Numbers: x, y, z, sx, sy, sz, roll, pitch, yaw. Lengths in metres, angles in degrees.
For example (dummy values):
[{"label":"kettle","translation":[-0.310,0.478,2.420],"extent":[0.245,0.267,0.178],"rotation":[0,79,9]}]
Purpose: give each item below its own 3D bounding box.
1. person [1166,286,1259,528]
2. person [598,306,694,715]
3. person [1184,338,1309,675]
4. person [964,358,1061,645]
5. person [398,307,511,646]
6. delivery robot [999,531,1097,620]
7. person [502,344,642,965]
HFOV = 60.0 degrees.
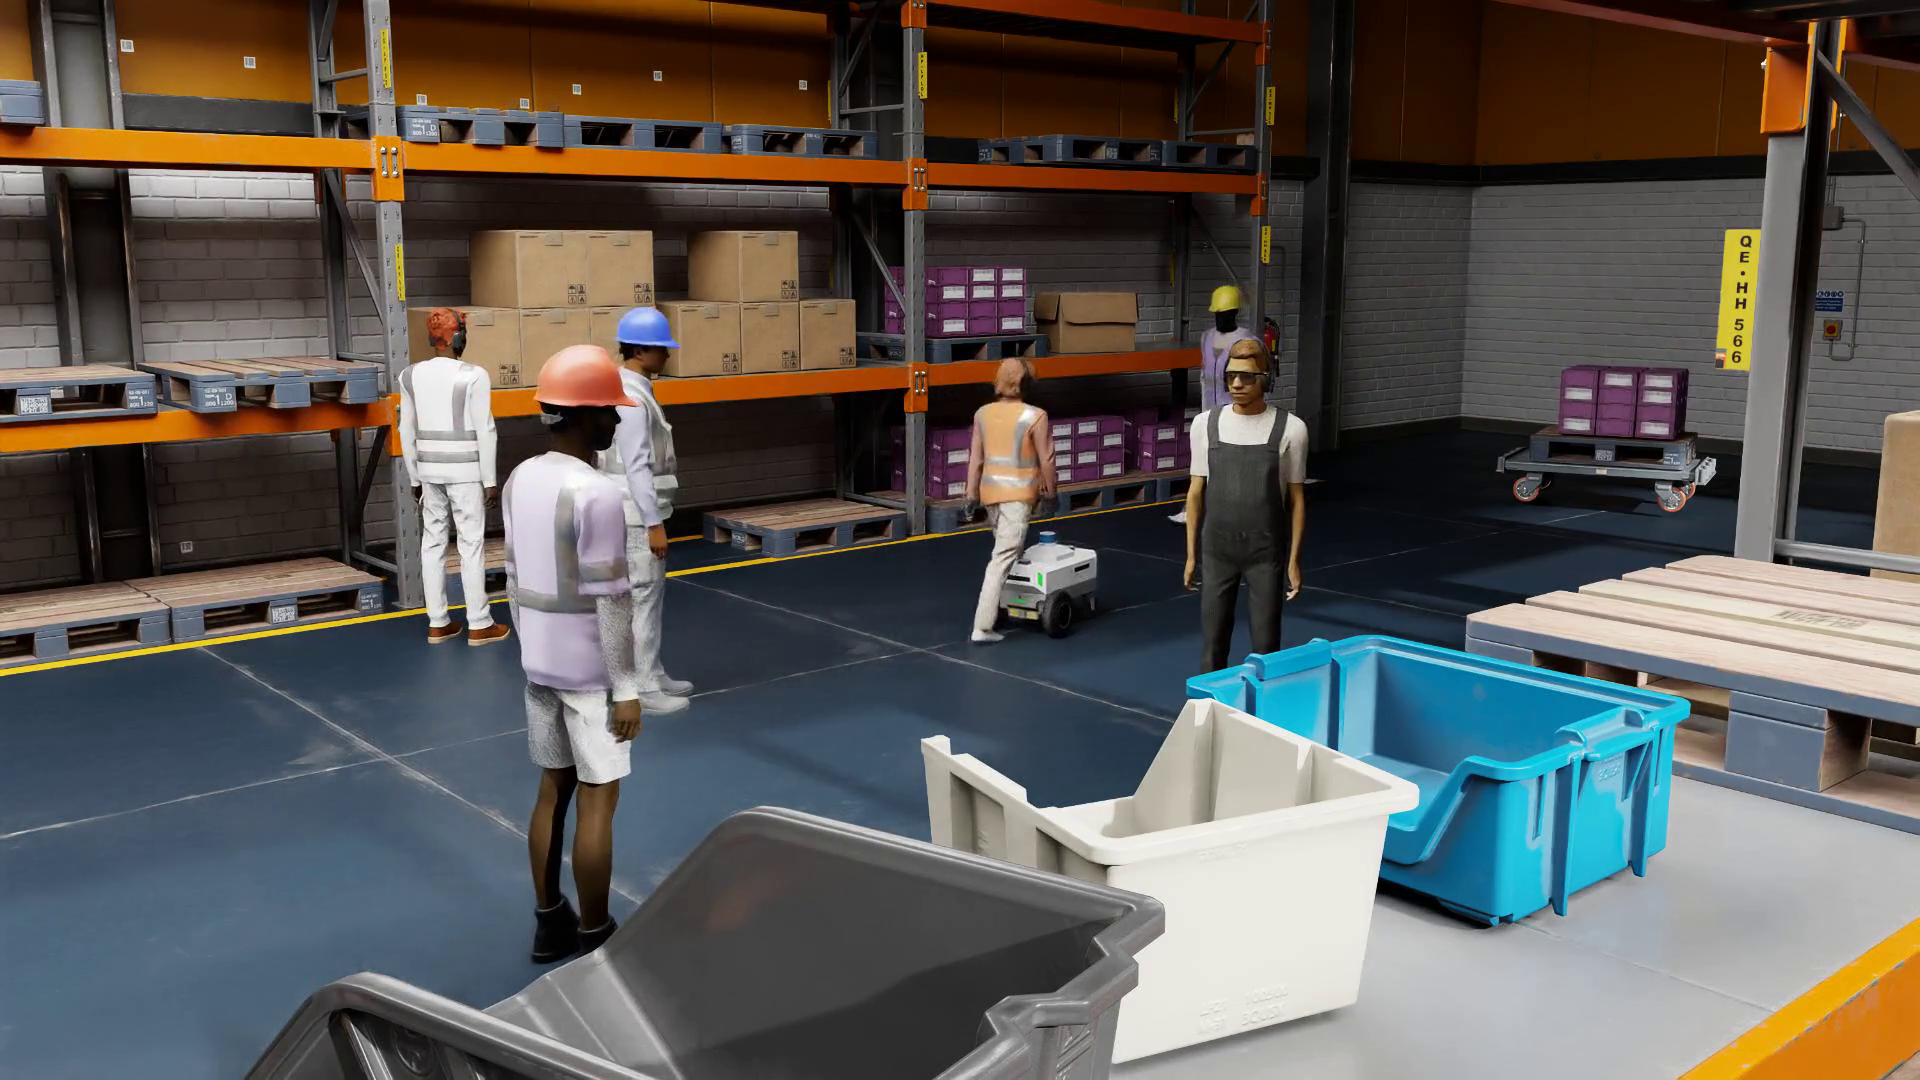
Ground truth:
[{"label":"person","translation":[1.995,-1.004,12.890],"extent":[0.778,1.899,0.615],"rotation":[-9,13,-41]},{"label":"person","translation":[-1.509,-0.135,7.927],"extent":[0.412,1.941,0.631],"rotation":[-2,10,-9]},{"label":"person","translation":[1.203,0.069,7.048],"extent":[0.508,1.844,0.336],"rotation":[4,11,21]},{"label":"person","translation":[0.300,-0.230,9.428],"extent":[0.503,1.587,0.843],"rotation":[9,14,41]},{"label":"person","translation":[-2.830,-0.346,9.274],"extent":[0.574,1.882,0.358],"rotation":[3,11,17]},{"label":"delivery robot","translation":[0.509,0.193,9.707],"extent":[0.477,0.478,0.707],"rotation":[6,12,32]},{"label":"person","translation":[-1.137,0.378,5.064],"extent":[0.372,1.934,0.551],"rotation":[-10,14,-44]}]
